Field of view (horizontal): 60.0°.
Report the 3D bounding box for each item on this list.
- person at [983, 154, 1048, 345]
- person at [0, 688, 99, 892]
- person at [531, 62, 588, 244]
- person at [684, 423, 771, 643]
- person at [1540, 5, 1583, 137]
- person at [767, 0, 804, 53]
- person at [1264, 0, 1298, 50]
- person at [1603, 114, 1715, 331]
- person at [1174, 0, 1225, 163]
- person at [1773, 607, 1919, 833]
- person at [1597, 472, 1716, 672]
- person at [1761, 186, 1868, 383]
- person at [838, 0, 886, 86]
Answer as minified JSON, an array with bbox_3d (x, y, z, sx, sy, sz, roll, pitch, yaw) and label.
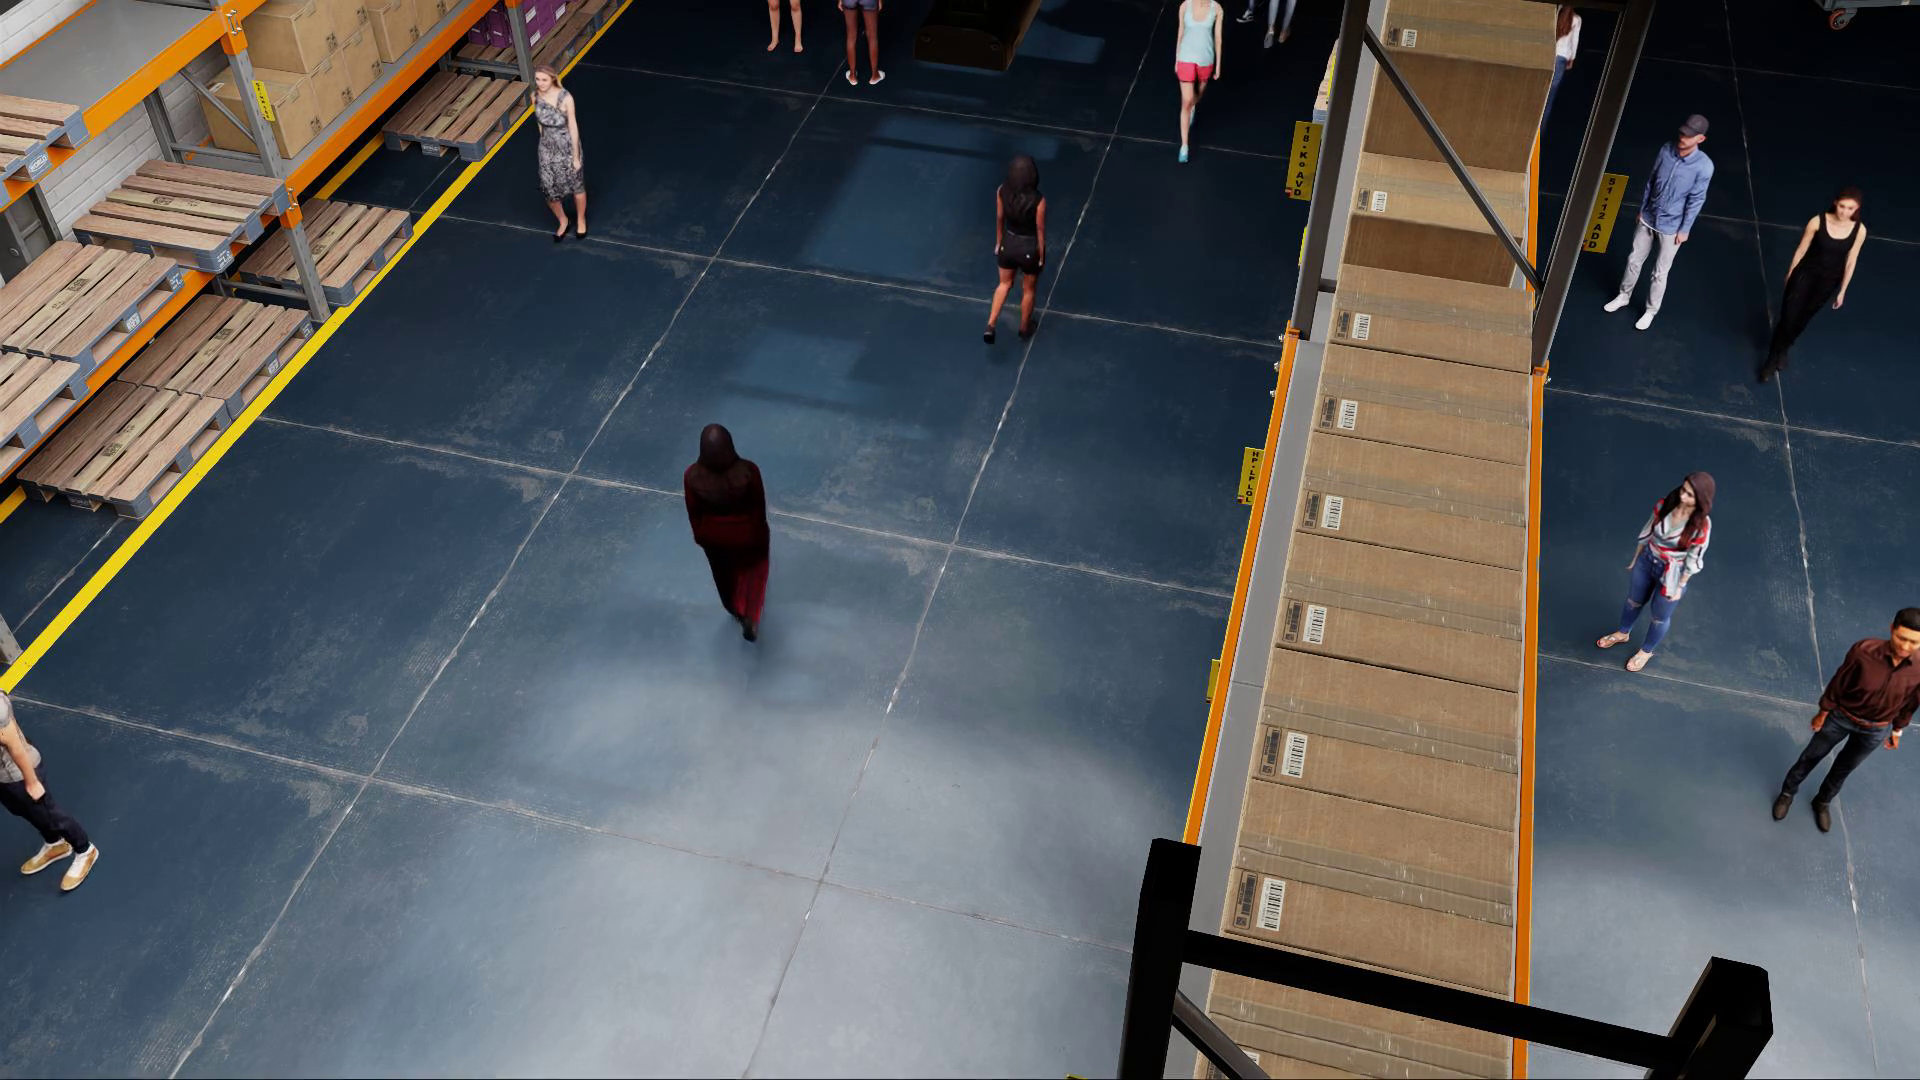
[{"bbox_3d":[0.443,-2.226,13.170,0.732,1.724,0.975,22,48,21],"label":"person"},{"bbox_3d":[-5.374,1.259,9.385,0.711,1.898,0.620,22,48,22],"label":"person"},{"bbox_3d":[-3.406,-3.402,14.431,0.583,1.688,0.641,8,44,9],"label":"person"},{"bbox_3d":[-1.485,0.002,10.819,0.813,1.742,0.944,-2,44,-2],"label":"person"},{"bbox_3d":[5.559,-4.448,15.658,0.574,1.509,1.070,13,45,13],"label":"person"},{"bbox_3d":[-1.813,-5.832,16.968,0.624,1.706,0.571,4,44,5],"label":"person"},{"bbox_3d":[3.341,-5.845,16.928,0.643,1.780,0.966,14,45,15],"label":"person"},{"bbox_3d":[5.697,-2.596,13.442,0.774,1.885,0.738,-28,50,-26],"label":"person"},{"bbox_3d":[2.217,-4.500,15.555,0.716,1.727,1.212,4,44,4],"label":"person"},{"bbox_3d":[5.248,1.028,9.712,0.665,1.781,0.555,15,46,15],"label":"person"},{"bbox_3d":[4.534,0.187,10.718,0.706,1.613,0.652,-23,48,-22],"label":"person"},{"bbox_3d":[6.707,-2.072,13.045,0.582,1.674,0.730,11,45,12],"label":"person"},{"bbox_3d":[-0.995,-5.336,16.436,0.653,1.721,0.625,2,44,2],"label":"person"}]
